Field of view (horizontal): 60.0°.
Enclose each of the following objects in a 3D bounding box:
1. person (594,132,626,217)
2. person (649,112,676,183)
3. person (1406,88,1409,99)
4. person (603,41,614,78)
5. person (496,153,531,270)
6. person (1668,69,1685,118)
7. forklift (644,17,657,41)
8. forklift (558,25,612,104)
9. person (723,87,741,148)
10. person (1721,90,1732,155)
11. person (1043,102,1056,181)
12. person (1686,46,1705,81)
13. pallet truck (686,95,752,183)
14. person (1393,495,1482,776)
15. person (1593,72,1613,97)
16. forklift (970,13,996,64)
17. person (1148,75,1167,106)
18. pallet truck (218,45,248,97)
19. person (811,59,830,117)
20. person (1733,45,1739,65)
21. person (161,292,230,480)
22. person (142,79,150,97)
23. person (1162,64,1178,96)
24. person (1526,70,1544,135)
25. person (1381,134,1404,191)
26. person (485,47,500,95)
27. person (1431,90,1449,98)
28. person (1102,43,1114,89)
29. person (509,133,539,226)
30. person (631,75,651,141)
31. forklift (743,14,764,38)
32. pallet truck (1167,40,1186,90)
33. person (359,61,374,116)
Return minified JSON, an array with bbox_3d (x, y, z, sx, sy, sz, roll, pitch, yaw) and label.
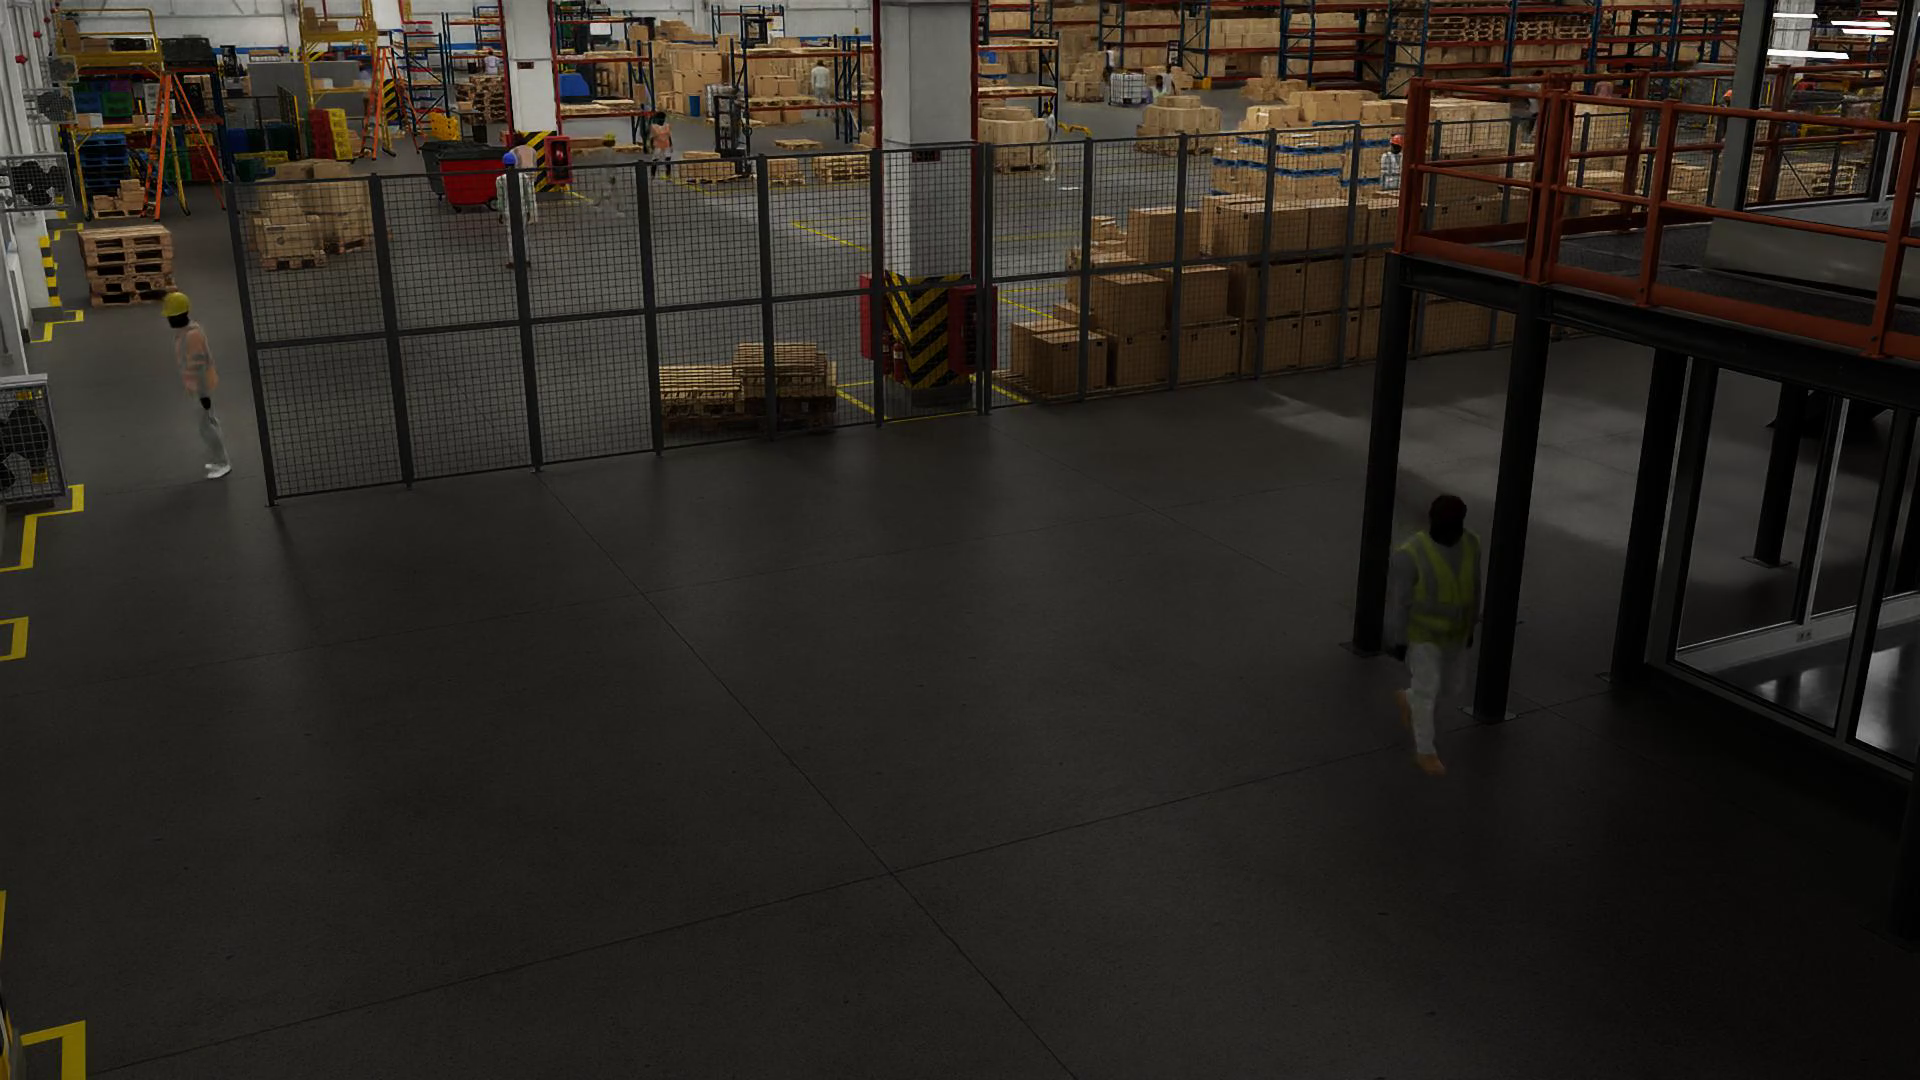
[{"bbox_3d":[-7.217,-7.494,34.139,0.550,1.729,0.490,-6,20,-18],"label":"person"},{"bbox_3d":[-7.080,-9.317,39.514,0.604,1.662,0.736,-14,24,-35],"label":"person"},{"bbox_3d":[11.667,-10.798,43.396,0.545,1.938,0.361,-3,19,-7],"label":"person"},{"bbox_3d":[-15.409,-20.923,72.812,0.651,1.891,1.008,11,22,29],"label":"person"},{"bbox_3d":[-7.571,-5.583,28.262,0.605,1.948,0.384,-16,25,-39],"label":"person"},{"bbox_3d":[24.093,-14.987,55.916,0.496,1.681,0.541,-14,24,-36],"label":"person"},{"bbox_3d":[-13.579,-21.590,73.255,1.873,2.768,1.129,0,19,0],"label":"forklift"},{"bbox_3d":[-14.229,-17.863,62.452,1.873,2.768,1.129,-9,21,-25],"label":"forklift"},{"bbox_3d":[-6.200,-11.416,45.361,0.655,1.825,0.541,7,20,19],"label":"person"},{"bbox_3d":[19.357,-10.348,42.007,0.383,1.994,0.612,11,22,30],"label":"person"},{"bbox_3d":[2.150,-9.588,40.012,0.324,1.861,0.503,1,19,3],"label":"person"},{"bbox_3d":[32.222,-20.757,72.677,0.763,1.660,0.542,17,25,40],"label":"person"},{"bbox_3d":[-5.836,-9.608,39.856,0.823,1.965,1.885,10,22,27],"label":"pallet truck"},{"bbox_3d":[3.014,0.555,10.657,0.639,1.825,0.631,-8,20,-21],"label":"person"},{"bbox_3d":[20.662,-14.179,53.528,0.565,1.713,0.911,6,20,18],"label":"person"},{"bbox_3d":[0.882,-23.716,79.418,1.129,2.768,1.873,-9,21,-25],"label":"forklift"},{"bbox_3d":[5.850,-12.712,48.985,0.619,1.904,0.538,-10,21,-26],"label":"person"},{"bbox_3d":[-28.879,-18.665,66.111,0.823,1.965,1.885,-3,19,-9],"label":"pallet truck"},{"bbox_3d":[-4.767,-15.505,57.038,0.635,1.937,0.353,-4,19,-12],"label":"person"},{"bbox_3d":[34.057,-20.859,72.651,0.473,1.883,0.664,-17,25,-40],"label":"person"},{"bbox_3d":[-7.680,-1.557,16.673,0.424,1.903,0.710,-11,22,-29],"label":"person"},{"bbox_3d":[-25.049,-13.435,51.506,0.520,1.633,0.312,9,21,26],"label":"person"},{"bbox_3d":[7.002,-15.033,55.860,0.961,1.818,0.501,16,25,38],"label":"person"},{"bbox_3d":[17.600,-13.293,50.608,0.616,1.945,0.582,-12,23,-32],"label":"person"},{"bbox_3d":[8.248,-6.727,31.620,0.543,1.927,0.377,-9,21,-23],"label":"person"},{"bbox_3d":[-18.471,-18.468,65.657,0.580,1.927,0.489,-11,22,-28],"label":"person"},{"bbox_3d":[12.625,-11.100,44.116,0.703,2.000,0.539,-1,19,-2],"label":"person"},{"bbox_3d":[6.185,-19.904,69.841,0.577,1.898,0.633,10,22,27],"label":"person"},{"bbox_3d":[-8.626,-7.102,32.848,0.430,1.836,0.632,15,24,36],"label":"person"},{"bbox_3d":[-9.477,-12.813,49.327,0.587,1.879,0.863,-7,20,-20],"label":"person"},{"bbox_3d":[-9.687,-23.327,78.290,1.129,2.768,1.873,-9,21,-25],"label":"forklift"},{"bbox_3d":[9.045,-19.971,69.895,0.823,1.965,1.885,-3,19,-8],"label":"pallet truck"},{"bbox_3d":[-20.314,-15.454,56.967,0.583,1.900,0.835,14,23,35],"label":"person"}]
